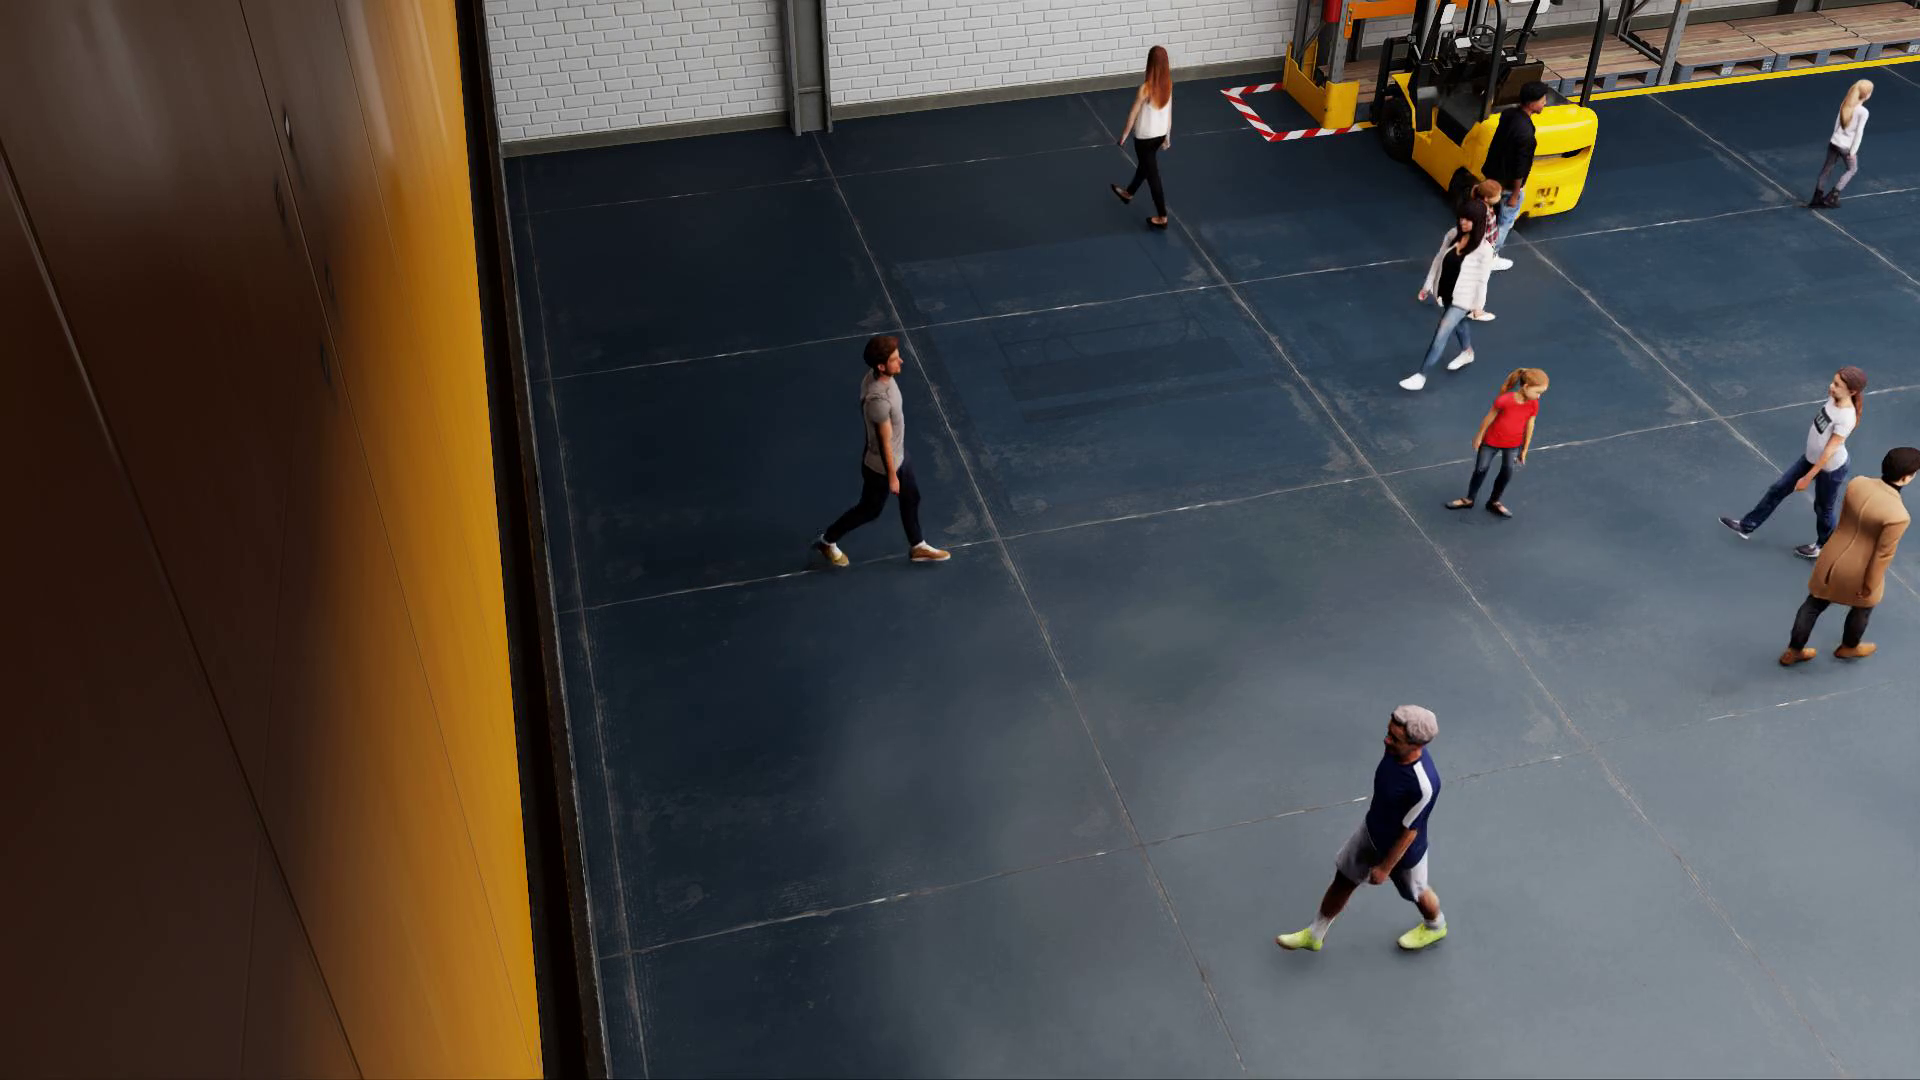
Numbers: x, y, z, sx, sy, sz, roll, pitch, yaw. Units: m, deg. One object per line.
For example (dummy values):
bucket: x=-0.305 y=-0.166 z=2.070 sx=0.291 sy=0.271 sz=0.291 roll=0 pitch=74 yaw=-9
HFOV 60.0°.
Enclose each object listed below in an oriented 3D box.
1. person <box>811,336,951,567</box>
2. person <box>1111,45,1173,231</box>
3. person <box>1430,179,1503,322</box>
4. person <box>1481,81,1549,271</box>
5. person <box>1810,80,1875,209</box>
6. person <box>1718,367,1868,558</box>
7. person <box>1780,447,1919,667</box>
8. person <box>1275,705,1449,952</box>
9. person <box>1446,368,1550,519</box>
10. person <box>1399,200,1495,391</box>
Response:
person: x=-0.604 y=-0.533 z=11.250 sx=1.281 sy=1.855 sz=0.926 roll=3 pitch=39 yaw=4
person: x=1.808 y=-3.654 z=15.302 sx=1.074 sy=1.677 sz=0.963 roll=-30 pitch=48 yaw=-32
person: x=4.345 y=-2.483 z=14.143 sx=0.893 sy=1.292 sz=0.762 roll=11 pitch=40 yaw=13
person: x=4.718 y=-3.176 z=14.615 sx=0.871 sy=1.787 sz=0.764 roll=-5 pitch=39 yaw=-7
person: x=8.290 y=-3.716 z=15.705 sx=0.544 sy=1.270 sz=0.539 roll=-13 pitch=41 yaw=-16
person: x=6.034 y=-0.505 z=11.484 sx=1.103 sy=1.521 sz=0.816 roll=5 pitch=39 yaw=6
person: x=5.572 y=0.146 z=10.521 sx=0.910 sy=1.705 sz=0.717 roll=-16 pitch=41 yaw=-19
person: x=2.352 y=1.557 z=8.685 sx=1.177 sy=1.791 sz=0.650 roll=-10 pitch=40 yaw=-12
person: x=3.841 y=-0.718 z=11.939 sx=0.540 sy=1.284 sz=0.729 roll=14 pitch=41 yaw=17
person: x=4.016 y=-1.976 z=13.267 sx=1.152 sy=1.594 sz=0.798 roll=-20 pitch=43 yaw=-23
